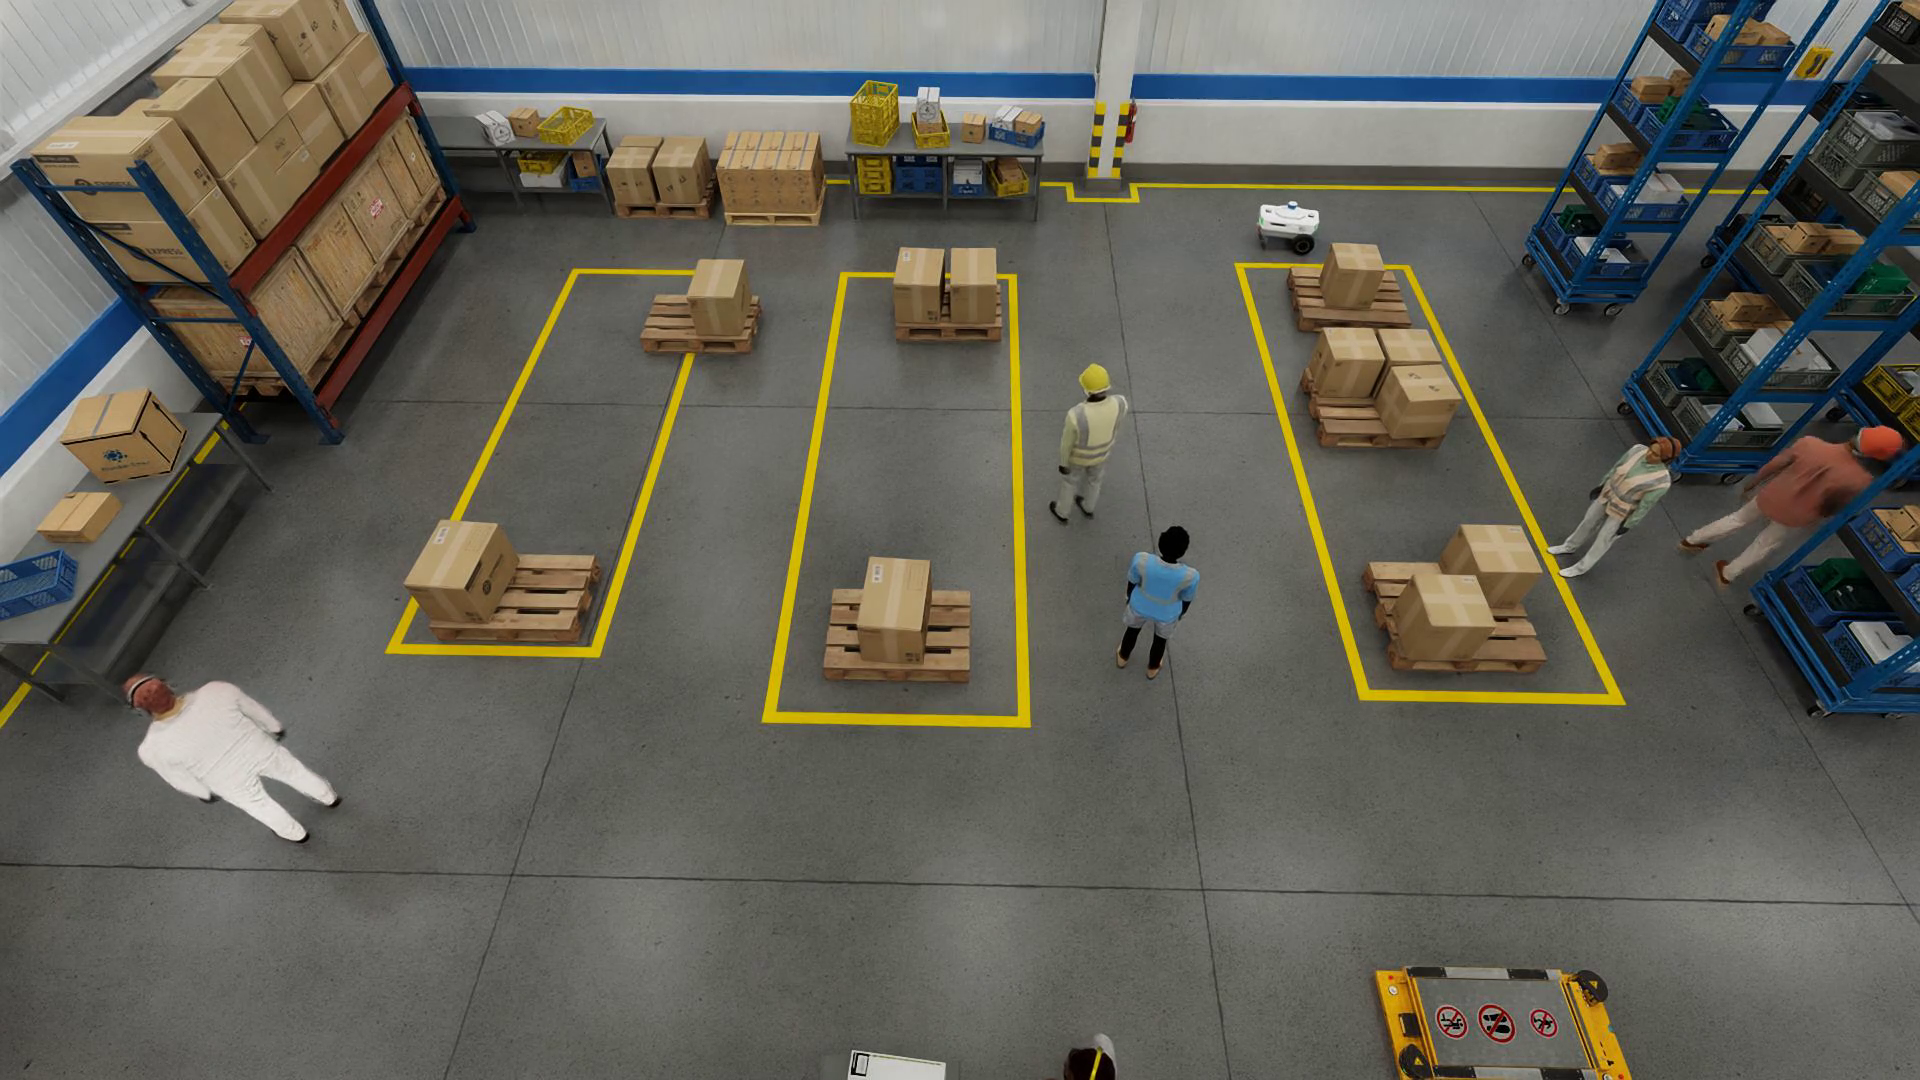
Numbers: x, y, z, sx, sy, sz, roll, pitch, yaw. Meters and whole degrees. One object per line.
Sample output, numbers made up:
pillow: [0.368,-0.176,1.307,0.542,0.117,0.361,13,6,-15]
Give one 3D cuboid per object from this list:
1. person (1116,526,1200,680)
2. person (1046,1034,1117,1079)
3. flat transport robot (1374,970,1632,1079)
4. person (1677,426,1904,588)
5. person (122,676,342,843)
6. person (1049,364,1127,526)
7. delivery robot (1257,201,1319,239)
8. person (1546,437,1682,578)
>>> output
person: [1.530,0.502,7.148,0.533,1.692,0.320,19,53,15]
person: [0.636,3.045,4.962,0.330,1.872,0.512,12,52,10]
flat transport robot: [3.501,3.133,5.914,1.431,0.197,0.652,1,51,1]
person: [6.893,-0.339,7.677,0.502,1.948,0.752,-24,55,-18]
person: [-4.931,1.479,6.223,0.397,1.900,0.654,18,53,14]
person: [1.128,-0.809,8.134,0.612,1.827,0.407,-17,53,-14]
delivery robot: [4.109,-4.006,11.493,0.707,0.478,0.477,10,52,8]
person: [5.610,-0.282,7.827,0.313,1.632,0.518,-2,51,-2]
